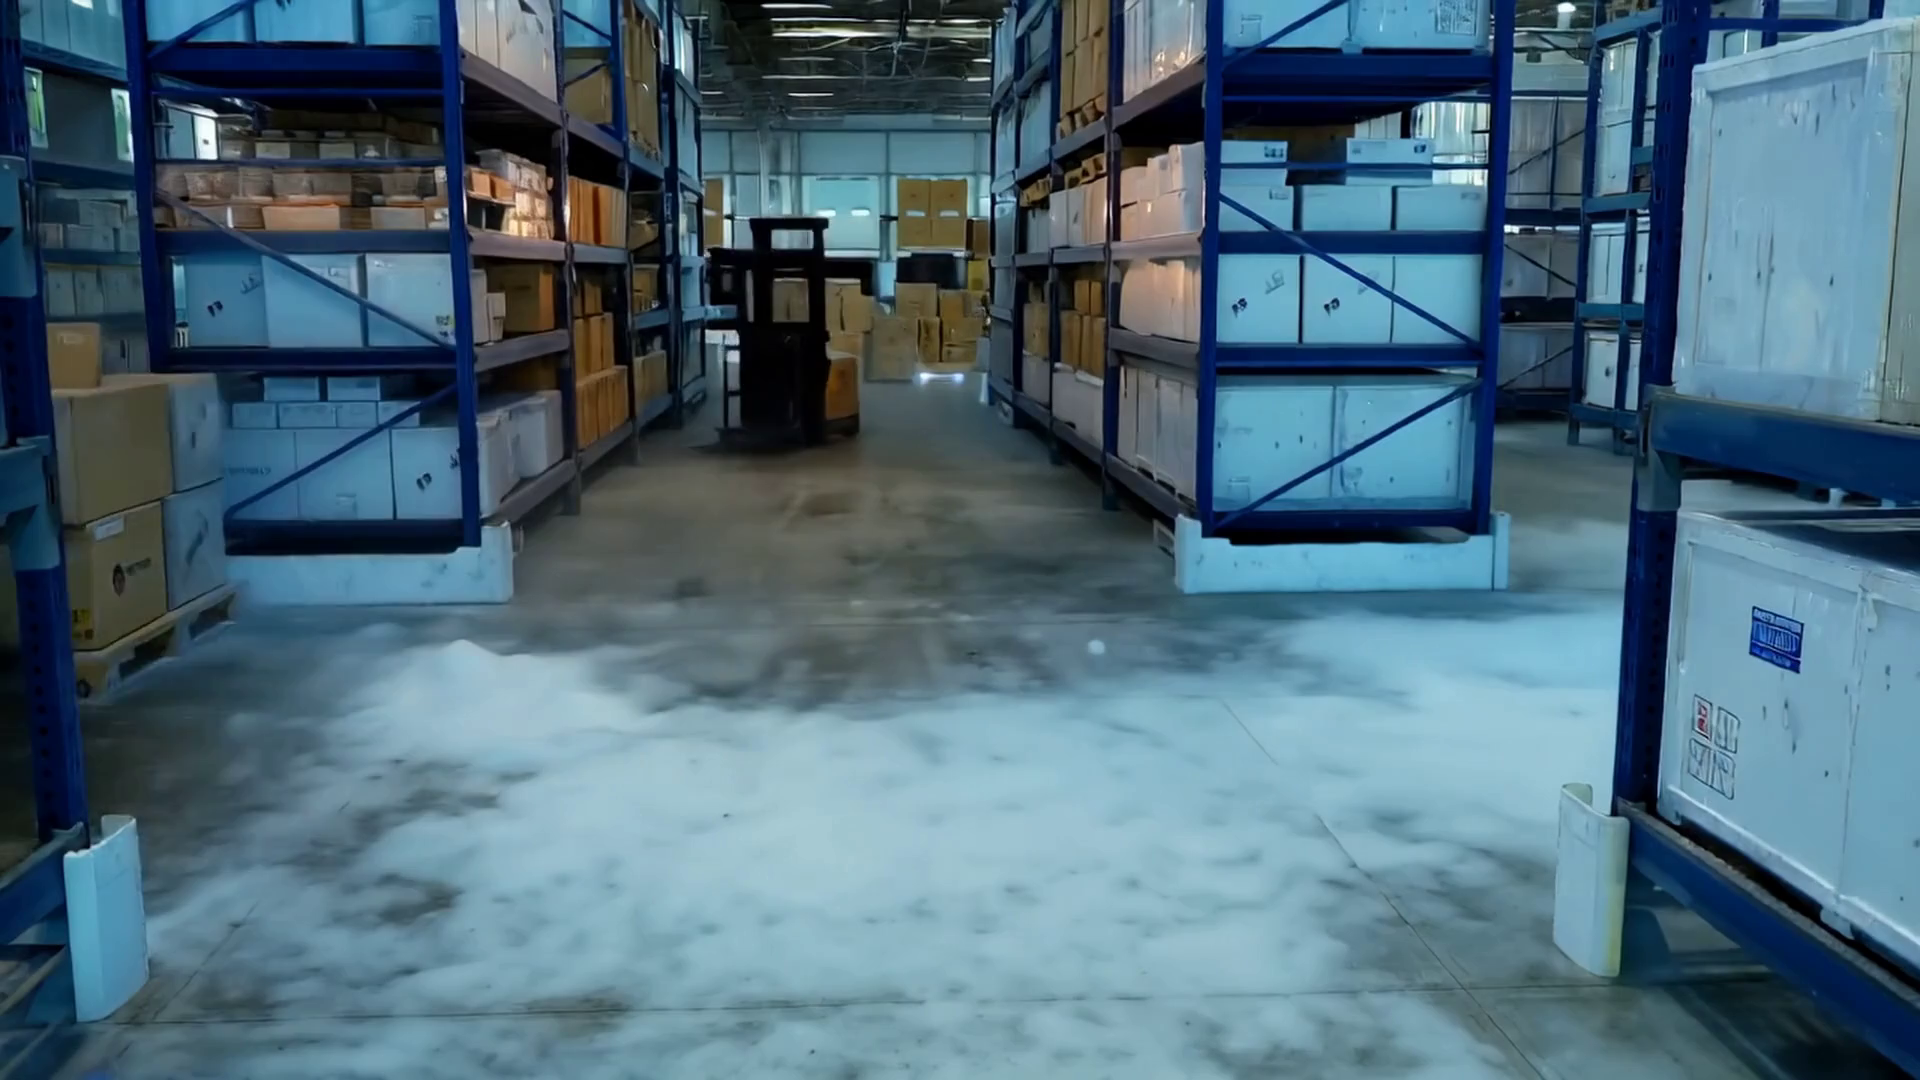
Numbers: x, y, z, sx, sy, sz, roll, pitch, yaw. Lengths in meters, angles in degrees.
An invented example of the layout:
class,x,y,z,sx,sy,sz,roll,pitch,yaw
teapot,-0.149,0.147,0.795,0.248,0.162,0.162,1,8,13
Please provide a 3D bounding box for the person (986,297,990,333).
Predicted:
class,x,y,z,sx,sy,sz,roll,pitch,yaw
person,0.839,-5.509,42.866,0.378,1.627,0.520,4,10,22

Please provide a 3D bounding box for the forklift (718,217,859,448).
class,x,y,z,sx,sy,sz,roll,pitch,yaw
forklift,-2.117,-2.635,20.876,1.129,2.768,1.873,3,10,21

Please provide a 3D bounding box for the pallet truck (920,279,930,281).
class,x,y,z,sx,sy,sz,roll,pitch,yaw
pallet truck,-0.932,-8.922,63.114,1.885,1.965,0.823,2,9,13

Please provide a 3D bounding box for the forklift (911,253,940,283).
class,x,y,z,sx,sy,sz,roll,pitch,yaw
forklift,-1.098,-7.823,53.451,1.129,2.768,1.873,-6,11,-32

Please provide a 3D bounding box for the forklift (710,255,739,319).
class,x,y,z,sx,sy,sz,roll,pitch,yaw
forklift,-8.368,-8.713,59.038,1.129,2.768,1.873,-1,9,-4
